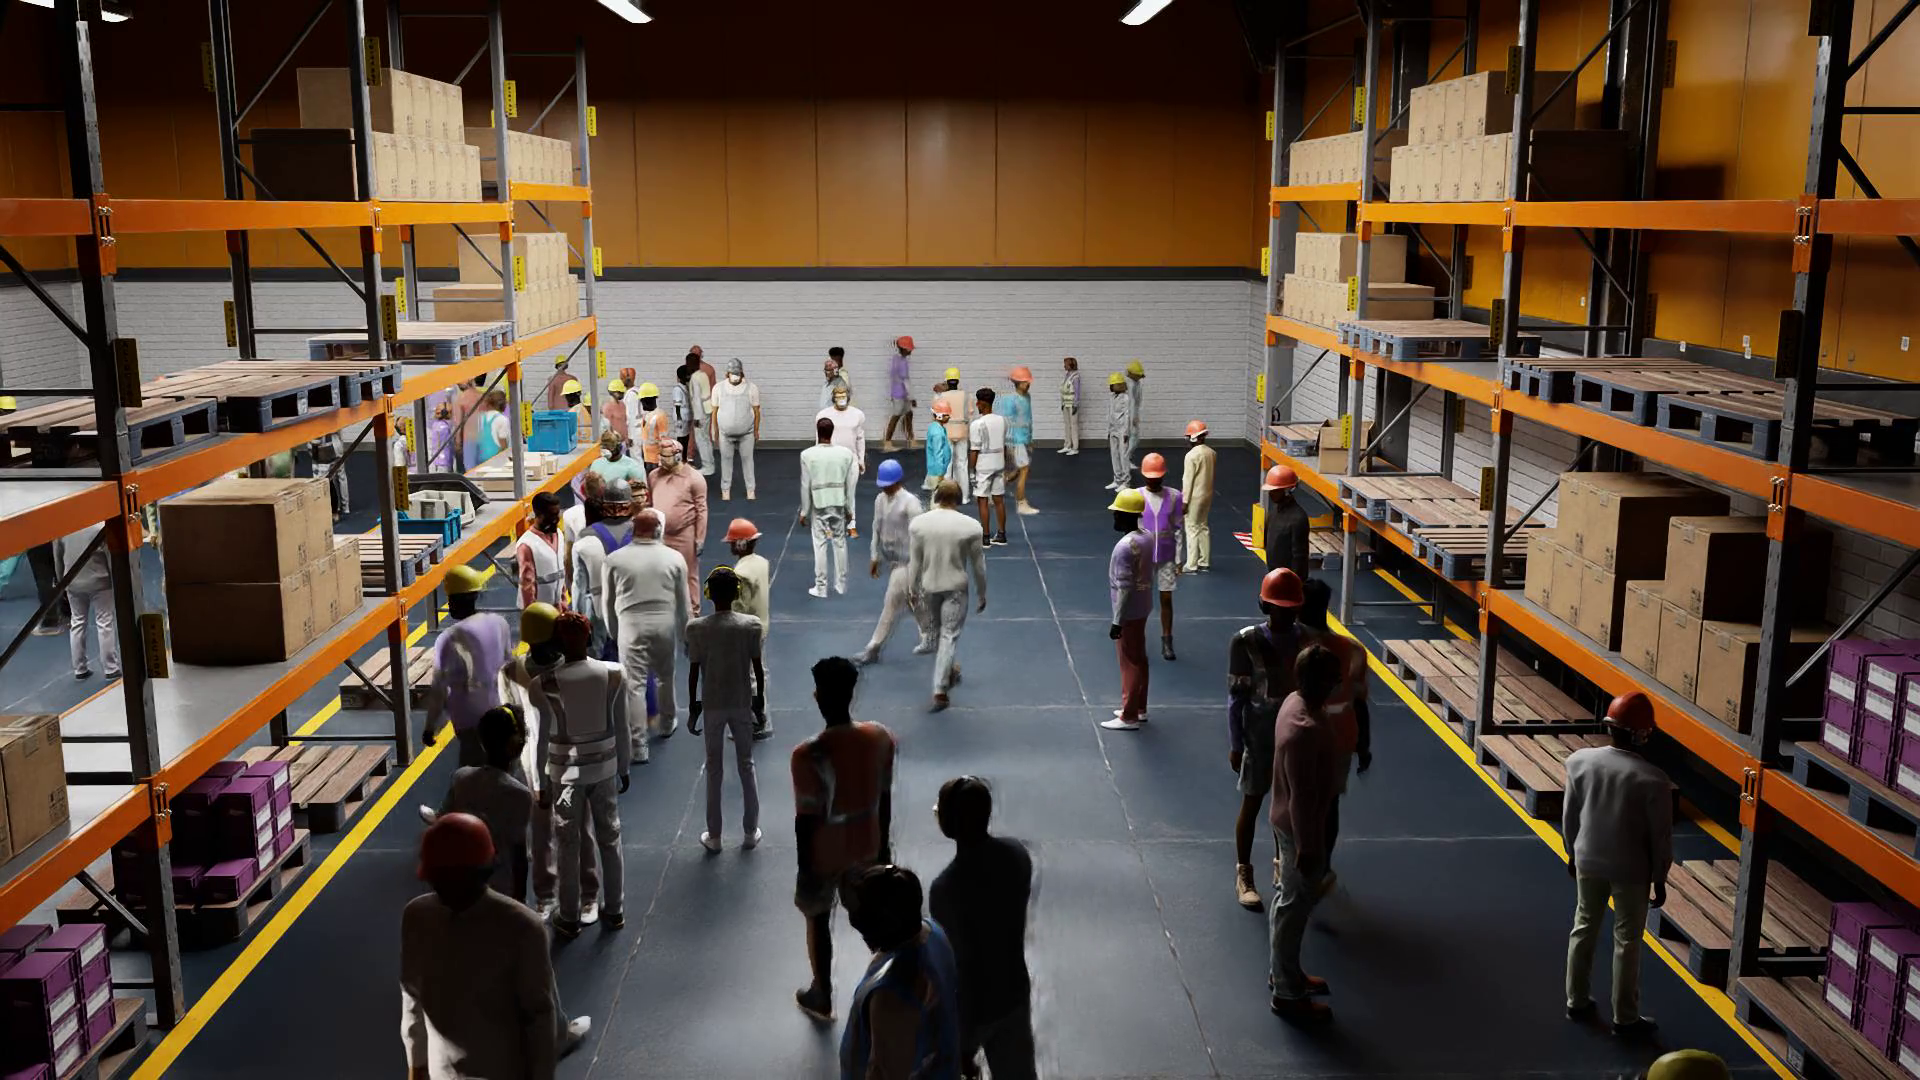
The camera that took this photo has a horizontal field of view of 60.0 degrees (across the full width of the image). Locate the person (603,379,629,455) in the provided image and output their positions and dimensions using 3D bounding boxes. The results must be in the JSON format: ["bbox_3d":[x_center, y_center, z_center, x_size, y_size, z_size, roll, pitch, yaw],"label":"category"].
[{"bbox_3d":[-4.775,-1.367,23.203,0.334,1.760,0.524,4,12,20],"label":"person"}]

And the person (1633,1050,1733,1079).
[{"bbox_3d":[1.951,2.291,4.816,0.943,1.783,0.613,2,12,12],"label":"person"}]

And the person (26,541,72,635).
[{"bbox_3d":[-8.954,-0.066,16.231,0.667,1.957,0.712,5,12,23],"label":"person"}]

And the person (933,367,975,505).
[{"bbox_3d":[-0.087,-1.439,23.127,0.584,1.929,0.372,-1,11,-5],"label":"person"}]

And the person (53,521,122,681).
[{"bbox_3d":[-7.599,0.366,14.541,0.566,1.744,0.350,0,11,-1],"label":"person"}]

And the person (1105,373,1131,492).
[{"bbox_3d":[2.306,-1.581,24.348,0.324,1.730,0.490,-6,13,-29],"label":"person"}]

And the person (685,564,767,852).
[{"bbox_3d":[-1.500,1.075,10.673,0.514,1.872,0.328,-3,12,-16],"label":"person"}]

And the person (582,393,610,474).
[{"bbox_3d":[-4.792,-1.053,21.664,0.492,1.742,0.319,-3,12,-13],"label":"person"}]

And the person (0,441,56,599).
[{"bbox_3d":[-10.007,-0.298,17.567,0.673,1.856,0.991,10,15,42],"label":"person"}]

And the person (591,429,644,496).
[{"bbox_3d":[-3.440,-0.160,16.731,0.627,1.929,0.381,7,13,31],"label":"person"}]

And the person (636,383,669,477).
[{"bbox_3d":[-3.903,-1.045,21.162,0.385,1.922,0.594,-7,13,-31],"label":"person"}]

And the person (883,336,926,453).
[{"bbox_3d":[-0.884,-2.446,28.015,0.928,1.989,0.639,-2,11,-9],"label":"person"}]

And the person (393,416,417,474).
[{"bbox_3d":[-6.649,-0.680,20.056,0.311,1.639,0.512,2,11,9],"label":"person"}]

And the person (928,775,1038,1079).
[{"bbox_3d":[0.049,1.856,6.716,1.000,1.890,0.639,9,14,38],"label":"person"}]

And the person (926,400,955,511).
[{"bbox_3d":[-0.245,-0.892,20.866,0.355,1.737,0.578,-1,11,-3],"label":"person"}]

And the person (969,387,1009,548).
[{"bbox_3d":[0.341,-0.880,20.270,0.611,1.958,0.368,-10,15,-42],"label":"person"}]

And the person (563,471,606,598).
[{"bbox_3d":[-3.233,0.287,14.816,0.555,1.800,0.922,-1,11,-7],"label":"person"}]

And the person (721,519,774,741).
[{"bbox_3d":[-1.653,0.698,12.934,0.509,1.747,0.582,2,11,10],"label":"person"}]

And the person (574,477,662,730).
[{"bbox_3d":[-2.677,0.501,13.118,0.688,2.000,0.539,-3,12,-13],"label":"person"}]

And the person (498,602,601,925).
[{"bbox_3d":[-2.334,1.278,9.546,0.596,1.913,0.399,-1,11,-3],"label":"person"}]

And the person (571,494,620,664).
[{"bbox_3d":[-2.774,0.593,13.009,0.391,1.905,0.599,8,14,34],"label":"person"}]

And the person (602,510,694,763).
[{"bbox_3d":[-2.365,0.699,12.644,0.663,1.859,0.883,-4,12,-19],"label":"person"}]

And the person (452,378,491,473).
[{"bbox_3d":[-6.581,-1.379,22.786,0.800,1.958,0.654,9,15,39],"label":"person"}]

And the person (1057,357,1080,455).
[{"bbox_3d":[1.853,-2.249,27.920,0.309,1.641,0.515,-5,12,-23],"label":"person"}]

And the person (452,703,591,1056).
[{"bbox_3d":[-2.120,1.656,7.876,0.518,1.829,0.911,5,12,24],"label":"person"}]

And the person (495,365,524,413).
[{"bbox_3d":[-7.215,-2.124,26.711,0.350,1.878,0.568,6,13,29],"label":"person"}]

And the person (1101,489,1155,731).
[{"bbox_3d":[1.338,0.547,13.168,0.355,1.930,0.593,5,12,24],"label":"person"}]

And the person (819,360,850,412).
[{"bbox_3d":[-1.873,-1.709,24.572,0.400,1.900,0.642,-7,13,-30],"label":"person"}]

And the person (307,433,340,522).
[{"bbox_3d":[-8.317,-1.027,21.670,0.320,1.694,0.535,0,11,0],"label":"person"}]

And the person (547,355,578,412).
[{"bbox_3d":[-6.432,-2.114,26.965,0.540,1.758,0.349,-9,15,-39],"label":"person"}]

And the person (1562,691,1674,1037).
[{"bbox_3d":[3.289,1.603,8.316,0.329,1.751,0.568,-10,15,-40],"label":"person"}]
